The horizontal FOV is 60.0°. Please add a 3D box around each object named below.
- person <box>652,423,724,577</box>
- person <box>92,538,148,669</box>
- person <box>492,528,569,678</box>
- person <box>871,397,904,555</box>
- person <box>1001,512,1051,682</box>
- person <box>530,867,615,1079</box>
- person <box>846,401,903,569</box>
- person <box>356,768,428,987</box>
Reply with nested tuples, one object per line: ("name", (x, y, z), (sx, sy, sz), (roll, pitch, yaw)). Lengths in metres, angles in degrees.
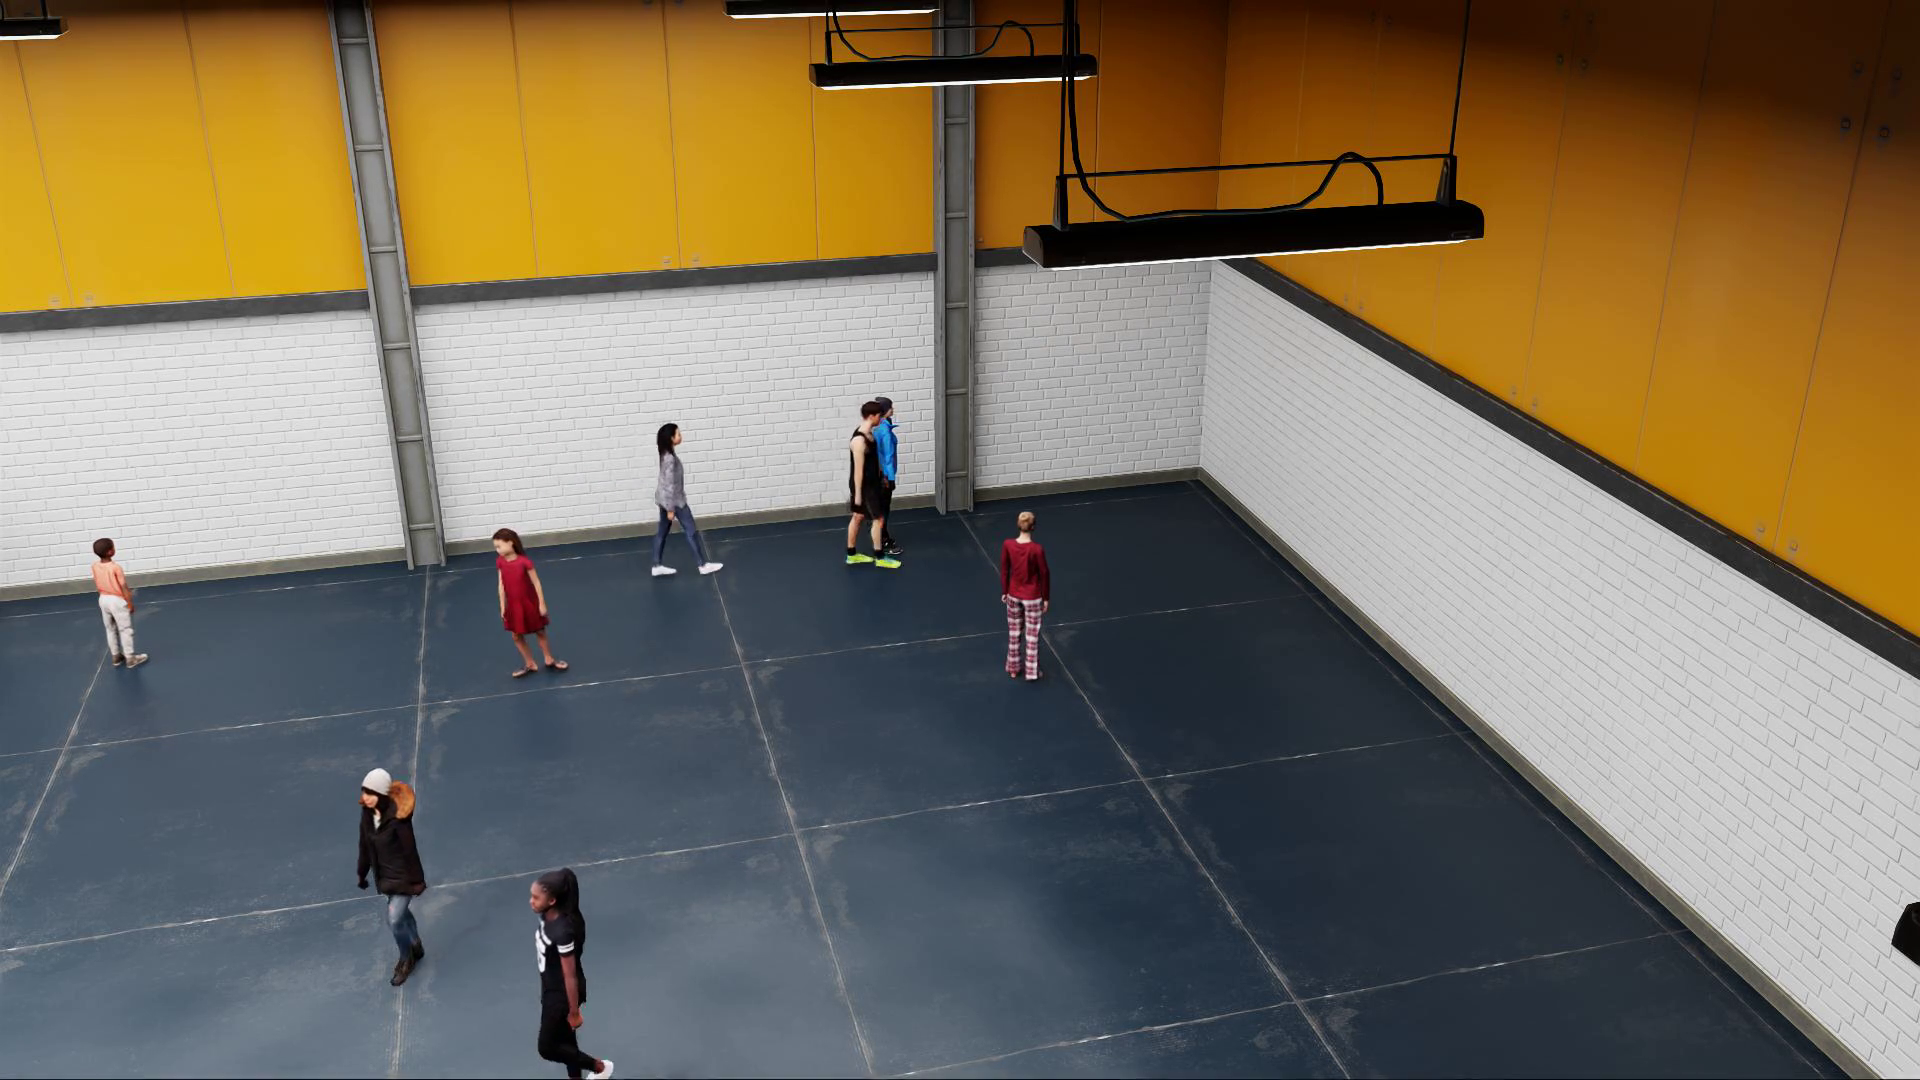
("person", (-3.149, -0.391, 17.630), (0.978, 1.705, 0.681), (-8, 25, -17))
("person", (-8.083, 0.593, 15.874), (0.525, 1.309, 0.609), (5, 24, 12))
("person", (-4.071, 0.579, 15.636), (0.724, 1.525, 0.848), (-1, 24, -3))
("person", (-0.842, -0.719, 18.267), (0.507, 1.795, 0.614), (-7, 25, -15))
("person", (0.608, 0.509, 15.573), (0.662, 1.703, 0.747), (11, 26, 23))
("person", (-2.394, 2.791, 10.327), (0.765, 1.724, 0.709), (-12, 26, -26))
("person", (-1.115, -0.584, 17.874), (0.902, 1.864, 0.779), (-1, 24, -3))
("person", (-3.892, 2.286, 11.610), (0.780, 1.621, 0.842), (12, 26, 26))
